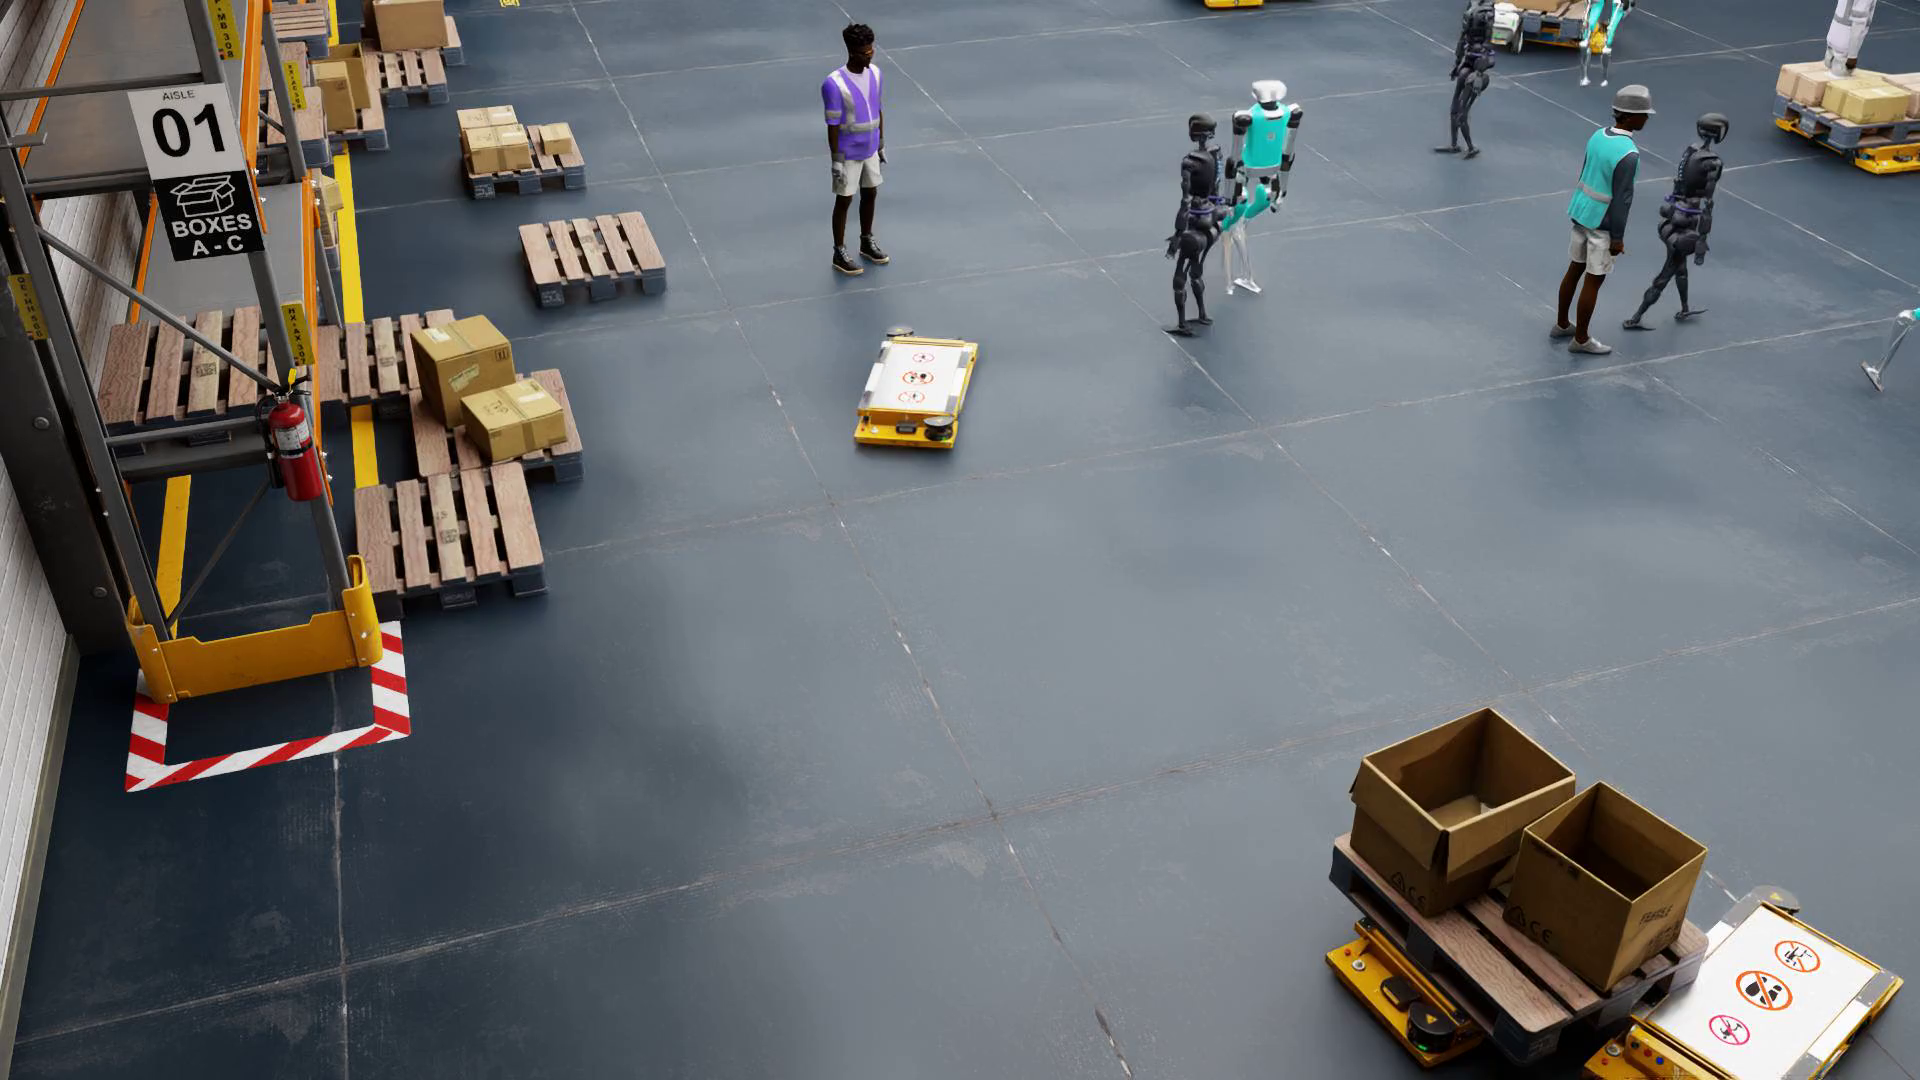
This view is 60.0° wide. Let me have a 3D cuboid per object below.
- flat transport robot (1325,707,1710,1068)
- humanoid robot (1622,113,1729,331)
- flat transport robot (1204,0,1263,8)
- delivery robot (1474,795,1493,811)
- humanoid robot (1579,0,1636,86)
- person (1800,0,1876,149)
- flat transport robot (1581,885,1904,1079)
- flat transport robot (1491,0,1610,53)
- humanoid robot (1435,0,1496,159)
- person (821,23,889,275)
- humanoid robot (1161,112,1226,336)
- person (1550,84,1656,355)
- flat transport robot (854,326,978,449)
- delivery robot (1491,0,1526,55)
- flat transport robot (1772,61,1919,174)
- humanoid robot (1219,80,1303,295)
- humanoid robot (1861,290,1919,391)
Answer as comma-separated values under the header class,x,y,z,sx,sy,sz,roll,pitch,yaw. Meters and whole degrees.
class,x,y,z,sx,sy,sz,roll,pitch,yaw
flat transport robot,2.354,1.736,7.196,1.431,0.231,0.659,-16,36,-23
humanoid robot,5.332,-2.302,12.115,0.703,1.633,0.601,-2,33,-2
flat transport robot,3.147,-6.769,20.240,0.659,0.231,1.431,-5,33,-8
delivery robot,2.475,1.347,7.539,0.808,0.604,0.499,6,34,9
humanoid robot,6.560,-5.449,16.867,0.542,1.789,0.697,18,37,26
person,8.230,-4.598,15.390,0.383,1.930,0.542,6,34,9
flat transport robot,3.243,1.973,6.833,1.431,0.231,0.659,-26,41,-33
flat transport robot,6.522,-5.727,18.643,1.431,0.231,0.659,17,37,24
humanoid robot,4.687,-4.308,15.183,0.323,1.655,0.606,-4,33,-7
person,-0.803,-3.068,13.023,0.367,1.958,0.606,27,42,35
humanoid robot,1.717,-2.301,12.089,0.343,1.646,0.608,21,39,29
person,4.535,-2.269,11.811,0.430,1.938,0.552,-5,33,-8
flat transport robot,-0.285,-1.062,11.487,0.659,0.231,1.431,4,33,6
delivery robot,5.991,-5.686,18.334,0.499,0.613,0.796,15,36,21
flat transport robot,8.451,-3.794,15.678,0.659,0.231,1.431,-8,34,-12
humanoid robot,2.161,-2.662,12.607,0.542,1.793,0.771,-9,34,-14
humanoid robot,6.697,-1.736,11.232,1.021,1.788,0.530,16,36,23
